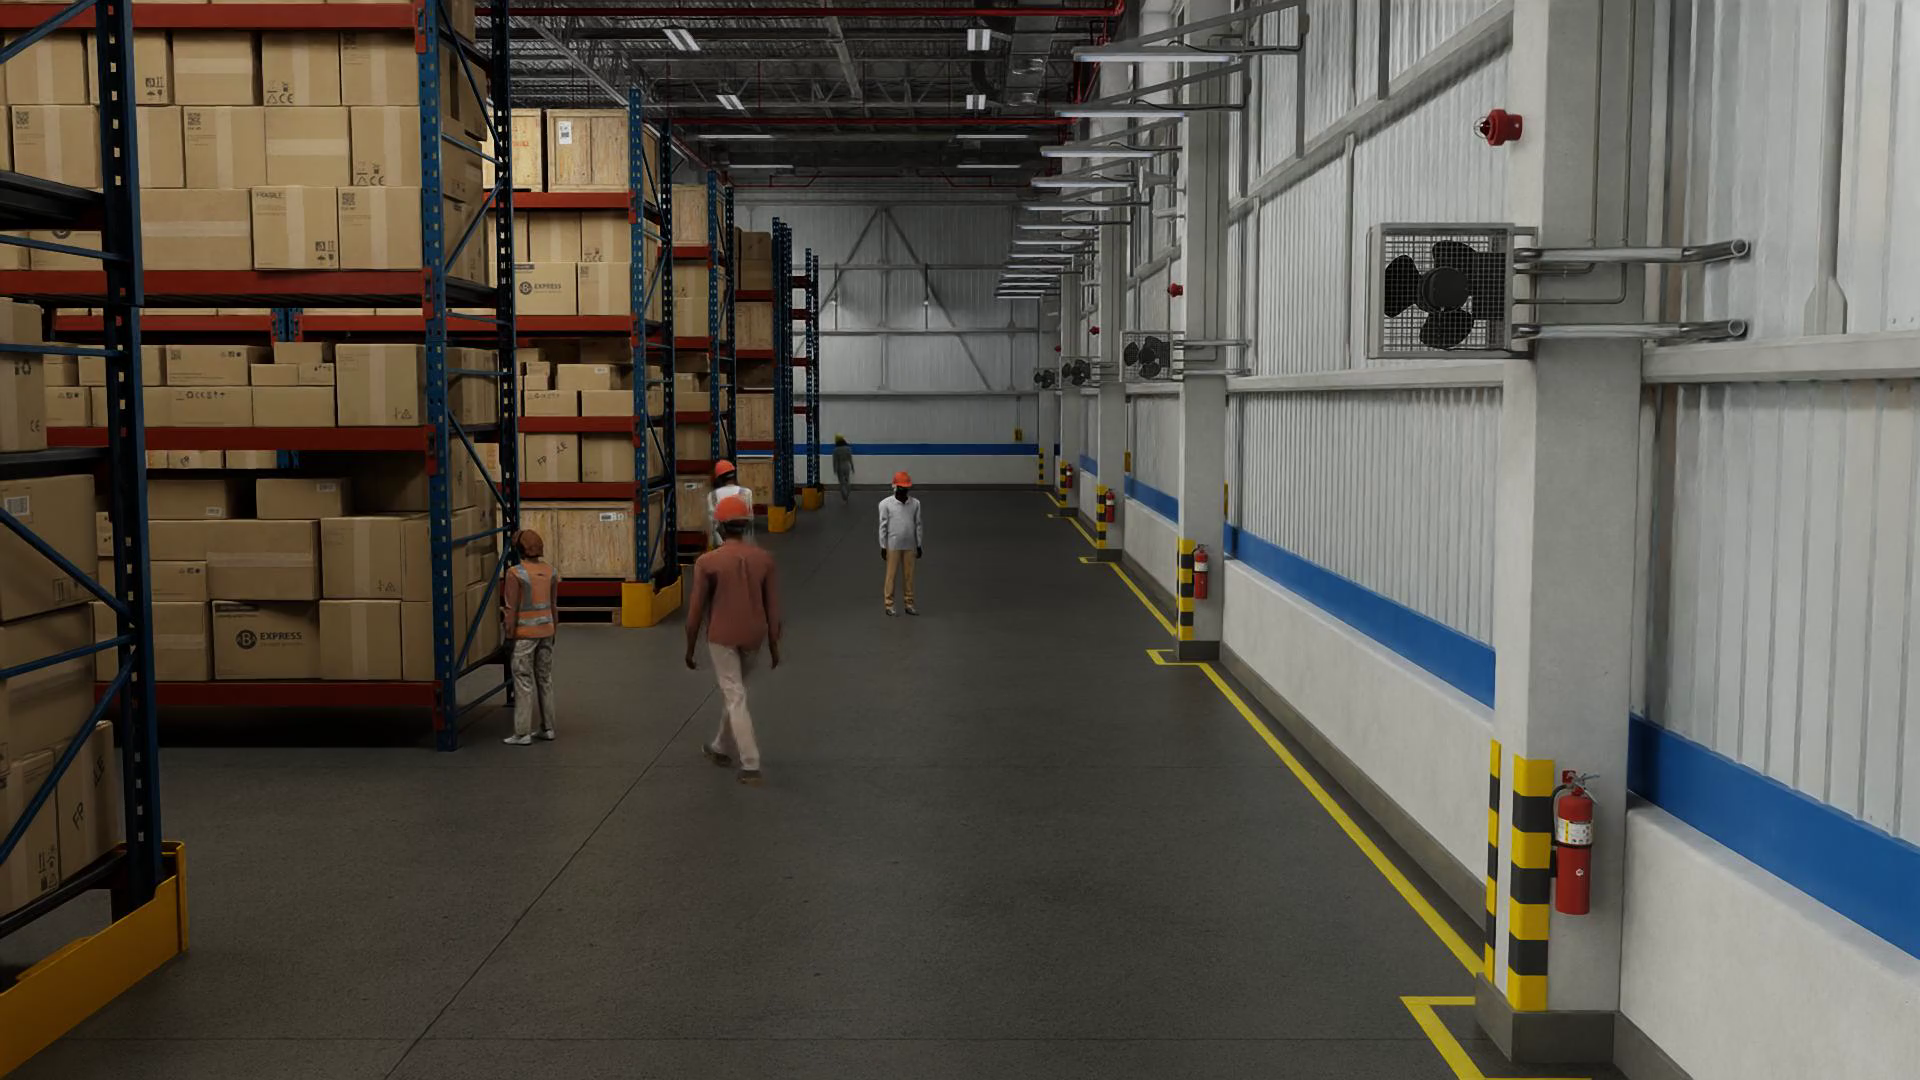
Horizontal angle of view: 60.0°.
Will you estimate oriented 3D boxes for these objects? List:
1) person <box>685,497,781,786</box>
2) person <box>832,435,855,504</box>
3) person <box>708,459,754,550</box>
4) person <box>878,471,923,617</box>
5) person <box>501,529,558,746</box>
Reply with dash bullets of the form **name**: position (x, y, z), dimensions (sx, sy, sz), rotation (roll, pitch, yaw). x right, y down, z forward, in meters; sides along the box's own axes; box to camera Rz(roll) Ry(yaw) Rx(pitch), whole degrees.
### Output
- **person**: position (-1.585, 0.676, 11.474), dimensions (0.637, 1.940, 1.014), rotation (-3, 6, -35)
- **person**: position (-2.904, -1.729, 40.871), dimensions (0.550, 1.688, 0.774), rotation (-2, 5, -25)
- **person**: position (-2.666, 0.006, 19.484), dimensions (0.558, 1.905, 0.419), rotation (1, 5, 9)
- **person**: position (-0.697, 0.049, 19.878), dimensions (0.566, 1.744, 0.350), rotation (-2, 6, -27)
- **person**: position (-3.239, 0.732, 12.583), dimensions (0.313, 1.630, 0.526), rotation (3, 6, 30)
